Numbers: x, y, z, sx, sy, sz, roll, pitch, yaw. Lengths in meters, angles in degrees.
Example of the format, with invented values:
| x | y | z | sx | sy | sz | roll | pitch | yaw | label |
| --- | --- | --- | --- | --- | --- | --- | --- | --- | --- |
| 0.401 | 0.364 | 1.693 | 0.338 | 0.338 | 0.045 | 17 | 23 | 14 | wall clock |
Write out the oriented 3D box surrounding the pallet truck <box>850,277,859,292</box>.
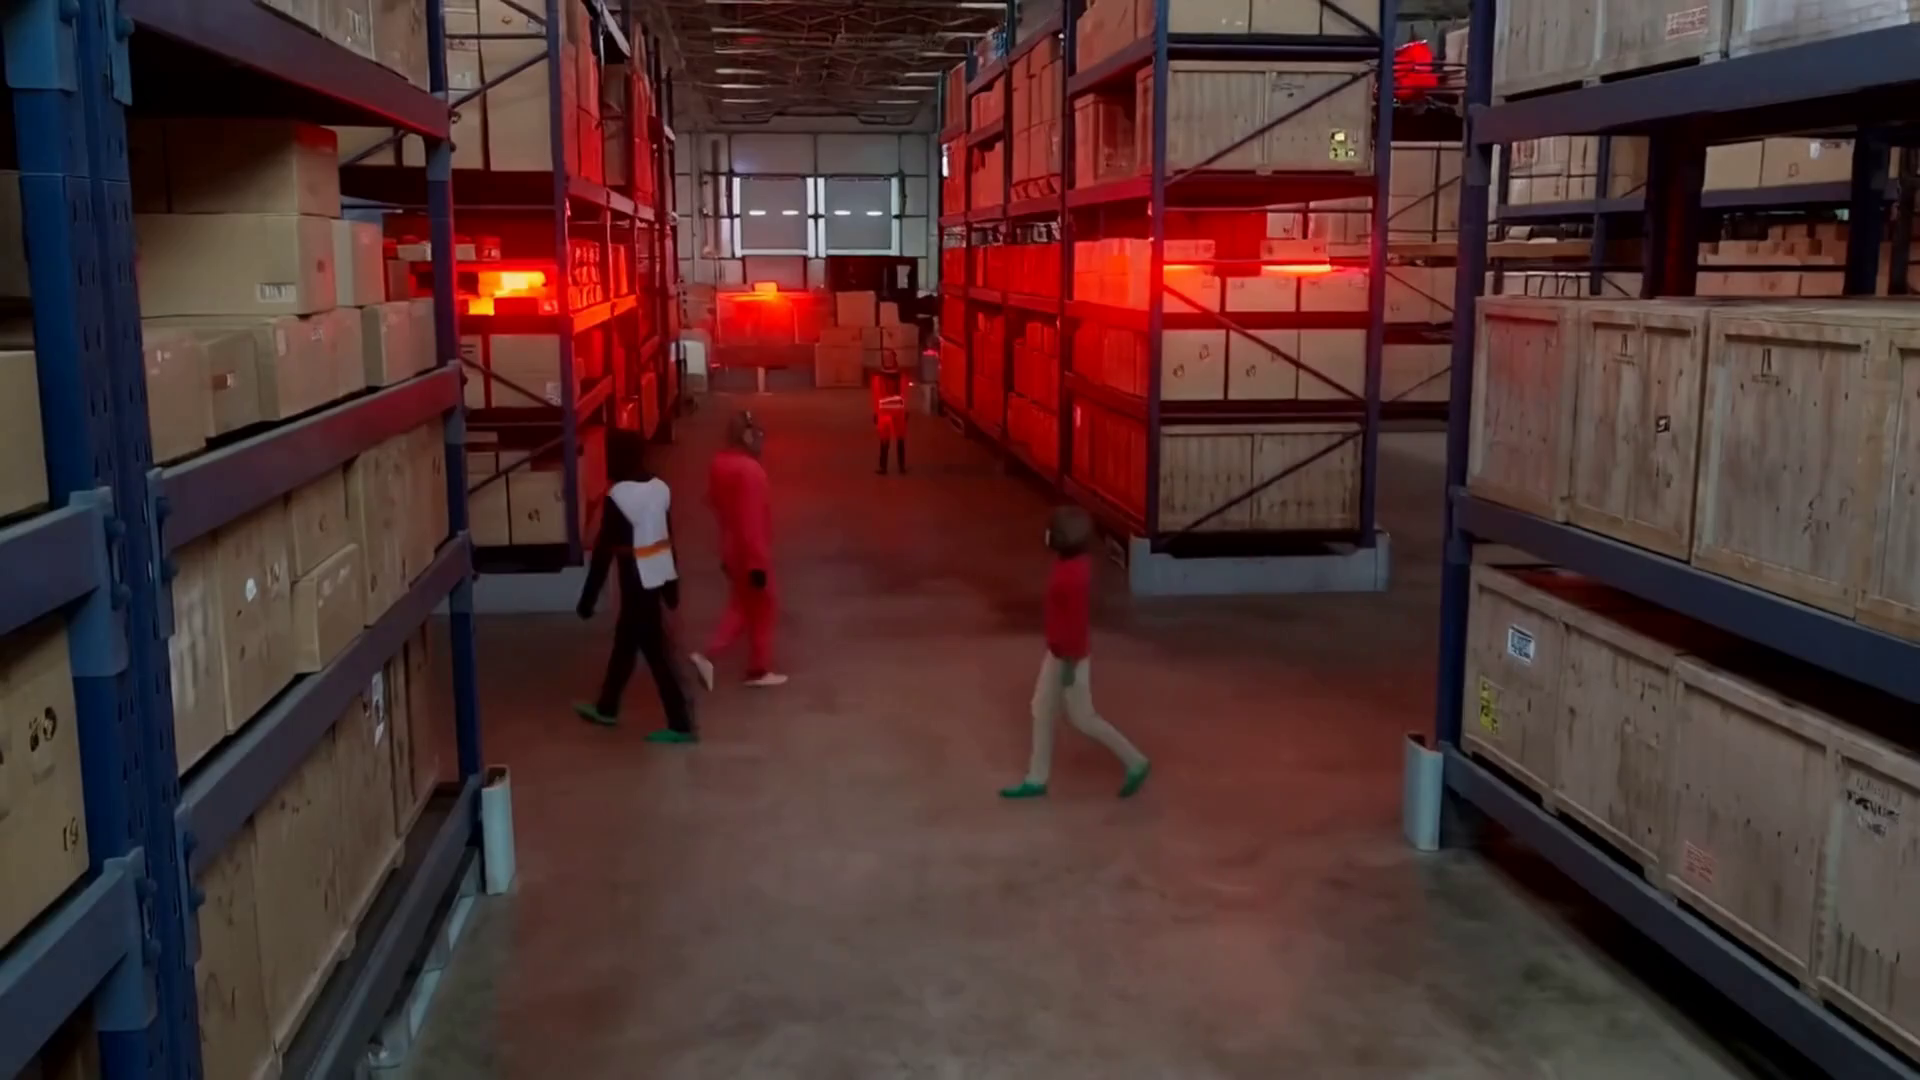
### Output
| x | y | z | sx | sy | sz | roll | pitch | yaw | label |
| --- | --- | --- | --- | --- | --- | --- | --- | --- | --- |
| -3.782 | -9.391 | 65.808 | 1.885 | 1.965 | 0.823 | 2 | 10 | 10 | pallet truck |

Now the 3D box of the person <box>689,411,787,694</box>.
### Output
| x | y | z | sx | sy | sz | roll | pitch | yaw | label |
| --- | --- | --- | --- | --- | --- | --- | --- | --- | --- |
| -1.464 | 0.092 | 10.920 | 0.692 | 1.888 | 0.656 | -6 | 12 | -33 | person |

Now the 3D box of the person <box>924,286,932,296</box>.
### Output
| x | y | z | sx | sy | sz | roll | pitch | yaw | label |
| --- | --- | --- | --- | --- | --- | --- | --- | --- | --- |
| -1.241 | -9.963 | 70.332 | 0.512 | 1.586 | 0.864 | 9 | 13 | 41 | person |

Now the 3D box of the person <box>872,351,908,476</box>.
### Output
| x | y | z | sx | sy | sz | roll | pitch | yaw | label |
| --- | --- | --- | --- | --- | --- | --- | --- | --- | --- |
| -0.911 | -1.651 | 21.801 | 0.517 | 1.637 | 0.309 | -5 | 11 | -26 | person |

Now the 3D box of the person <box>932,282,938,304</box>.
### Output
| x | y | z | sx | sy | sz | roll | pitch | yaw | label |
| --- | --- | --- | --- | --- | --- | --- | --- | --- | --- |
| -0.816 | -9.140 | 64.825 | 0.437 | 1.851 | 0.779 | 6 | 11 | 30 | person |

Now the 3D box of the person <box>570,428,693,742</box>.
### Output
| x | y | z | sx | sy | sz | roll | pitch | yaw | label |
| --- | --- | --- | --- | --- | --- | --- | --- | --- | --- |
| -2.021 | 0.275 | 9.919 | 0.969 | 1.869 | 0.598 | 3 | 10 | 15 | person |

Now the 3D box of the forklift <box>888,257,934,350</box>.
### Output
| x | y | z | sx | sy | sz | roll | pitch | yaw | label |
| --- | --- | --- | --- | --- | --- | --- | --- | --- | --- |
| -1.675 | -7.028 | 49.481 | 1.129 | 2.768 | 1.873 | 7 | 12 | 34 | forklift |

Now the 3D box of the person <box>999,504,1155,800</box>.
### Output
| x | y | z | sx | sy | sz | roll | pitch | yaw | label |
| --- | --- | --- | --- | --- | --- | --- | --- | --- | --- |
| 0.630 | 0.603 | 8.771 | 0.765 | 1.608 | 0.505 | -1 | 10 | -5 | person |

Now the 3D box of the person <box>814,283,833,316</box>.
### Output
| x | y | z | sx | sy | sz | roll | pitch | yaw | label |
| --- | --- | --- | --- | --- | --- | --- | --- | --- | --- |
| -4.714 | -7.924 | 57.567 | 0.651 | 1.885 | 0.999 | -3 | 10 | -17 | person |
